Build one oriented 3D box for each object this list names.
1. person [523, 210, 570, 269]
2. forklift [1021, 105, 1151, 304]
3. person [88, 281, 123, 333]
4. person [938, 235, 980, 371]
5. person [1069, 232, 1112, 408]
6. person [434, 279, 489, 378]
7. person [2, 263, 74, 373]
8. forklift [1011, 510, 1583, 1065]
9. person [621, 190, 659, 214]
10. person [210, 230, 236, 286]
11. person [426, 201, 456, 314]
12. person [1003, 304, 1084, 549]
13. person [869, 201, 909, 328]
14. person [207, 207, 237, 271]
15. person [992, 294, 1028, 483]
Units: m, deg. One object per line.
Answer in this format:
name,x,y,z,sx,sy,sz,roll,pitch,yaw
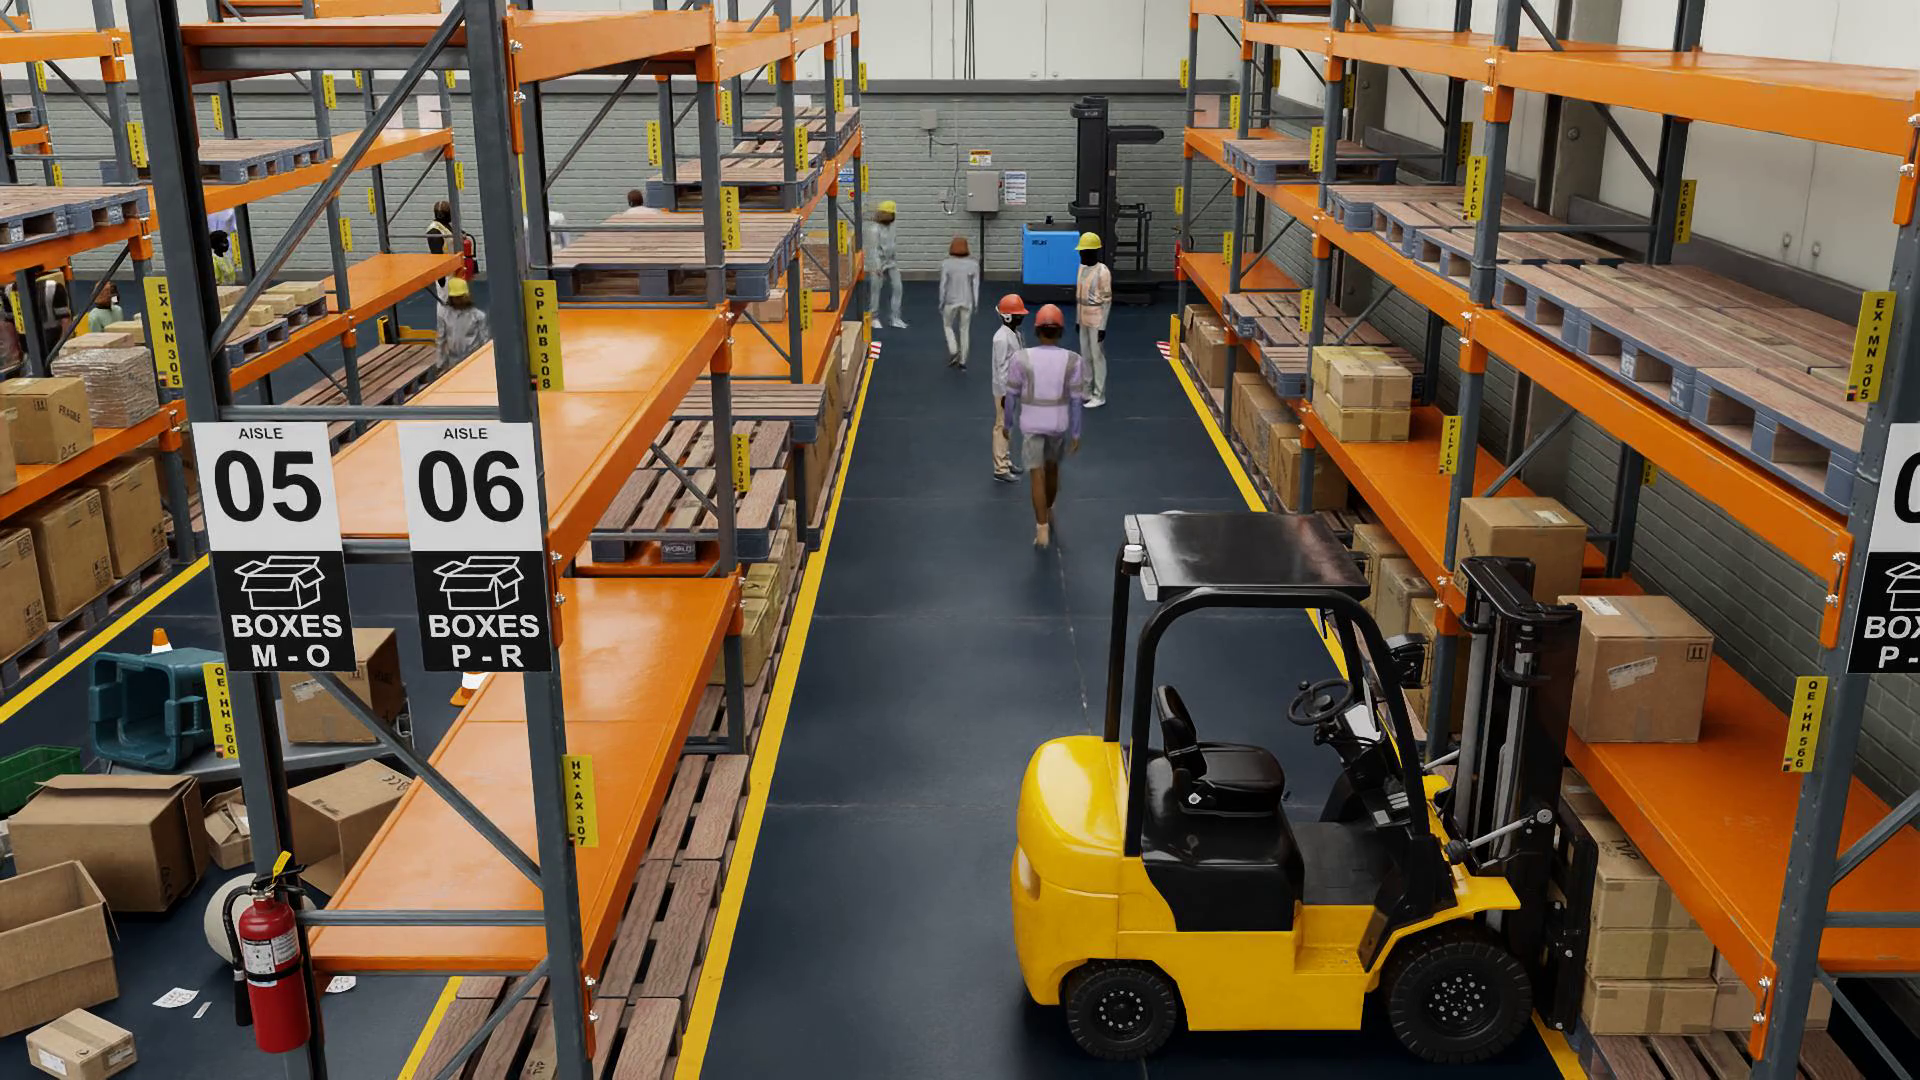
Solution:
person,-5.582,-3.809,22.546,0.645,1.904,0.479,-5,19,-14
forklift,1.857,-4.944,24.441,1.873,2.768,1.129,0,18,0
person,-8.679,-1.847,17.049,0.288,1.627,0.497,2,18,7
person,-0.019,-2.860,20.105,0.532,1.620,0.383,-4,19,-12
person,1.435,-2.415,18.287,0.388,1.927,0.589,-9,20,-25
person,-4.984,-1.763,16.681,0.502,1.698,0.915,0,18,0
person,-9.240,-1.988,16.853,0.645,2.013,0.853,-4,19,-11
forklift,1.387,1.055,7.378,2.313,2.155,1.214,0,18,0
person,-4.462,-3.980,23.234,0.646,1.792,0.960,-7,20,-21
person,-8.921,-2.903,20.140,0.322,1.690,0.532,-2,18,-5
person,-6.673,-3.490,21.675,0.429,1.839,0.633,0,18,0
person,0.703,-0.950,13.780,0.626,1.995,1.065,-3,19,-9
person,-0.984,-3.705,22.509,0.683,1.716,0.544,17,25,42
person,-10.417,-4.114,23.479,0.605,1.911,0.427,-3,19,-10
person,0.470,-1.429,15.576,0.328,1.753,0.560,3,19,10
